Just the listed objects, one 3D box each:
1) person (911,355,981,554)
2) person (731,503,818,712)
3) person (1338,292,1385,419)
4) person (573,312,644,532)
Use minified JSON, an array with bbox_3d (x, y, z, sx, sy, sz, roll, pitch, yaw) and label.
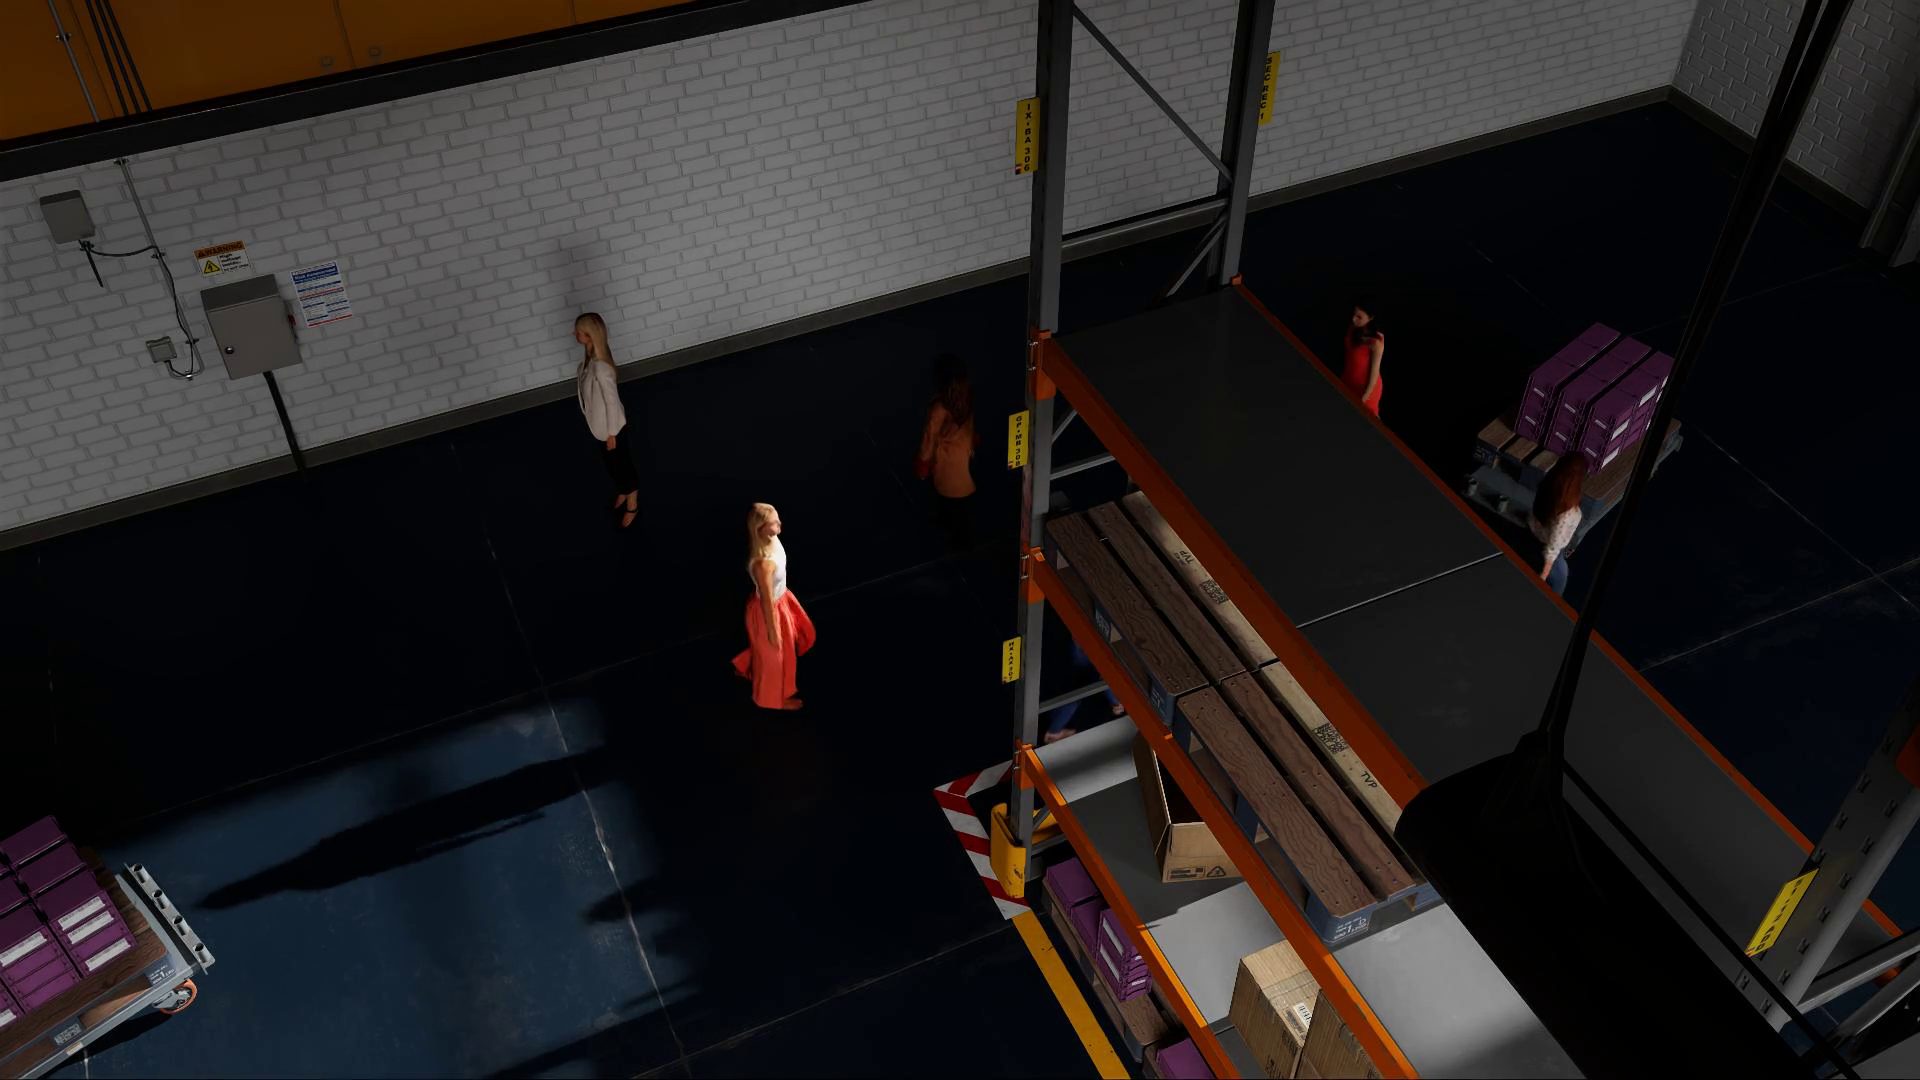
[{"bbox_3d":[0.009,-0.538,11.532,0.889,1.707,0.843,19,47,19],"label":"person"},{"bbox_3d":[-1.280,0.439,10.444,0.892,1.791,0.869,3,44,3],"label":"person"},{"bbox_3d":[2.984,-1.126,12.177,0.678,1.668,1.042,-17,46,-17],"label":"person"},{"bbox_3d":[-2.488,-0.827,11.725,0.686,1.858,0.458,-16,46,-16],"label":"person"}]
